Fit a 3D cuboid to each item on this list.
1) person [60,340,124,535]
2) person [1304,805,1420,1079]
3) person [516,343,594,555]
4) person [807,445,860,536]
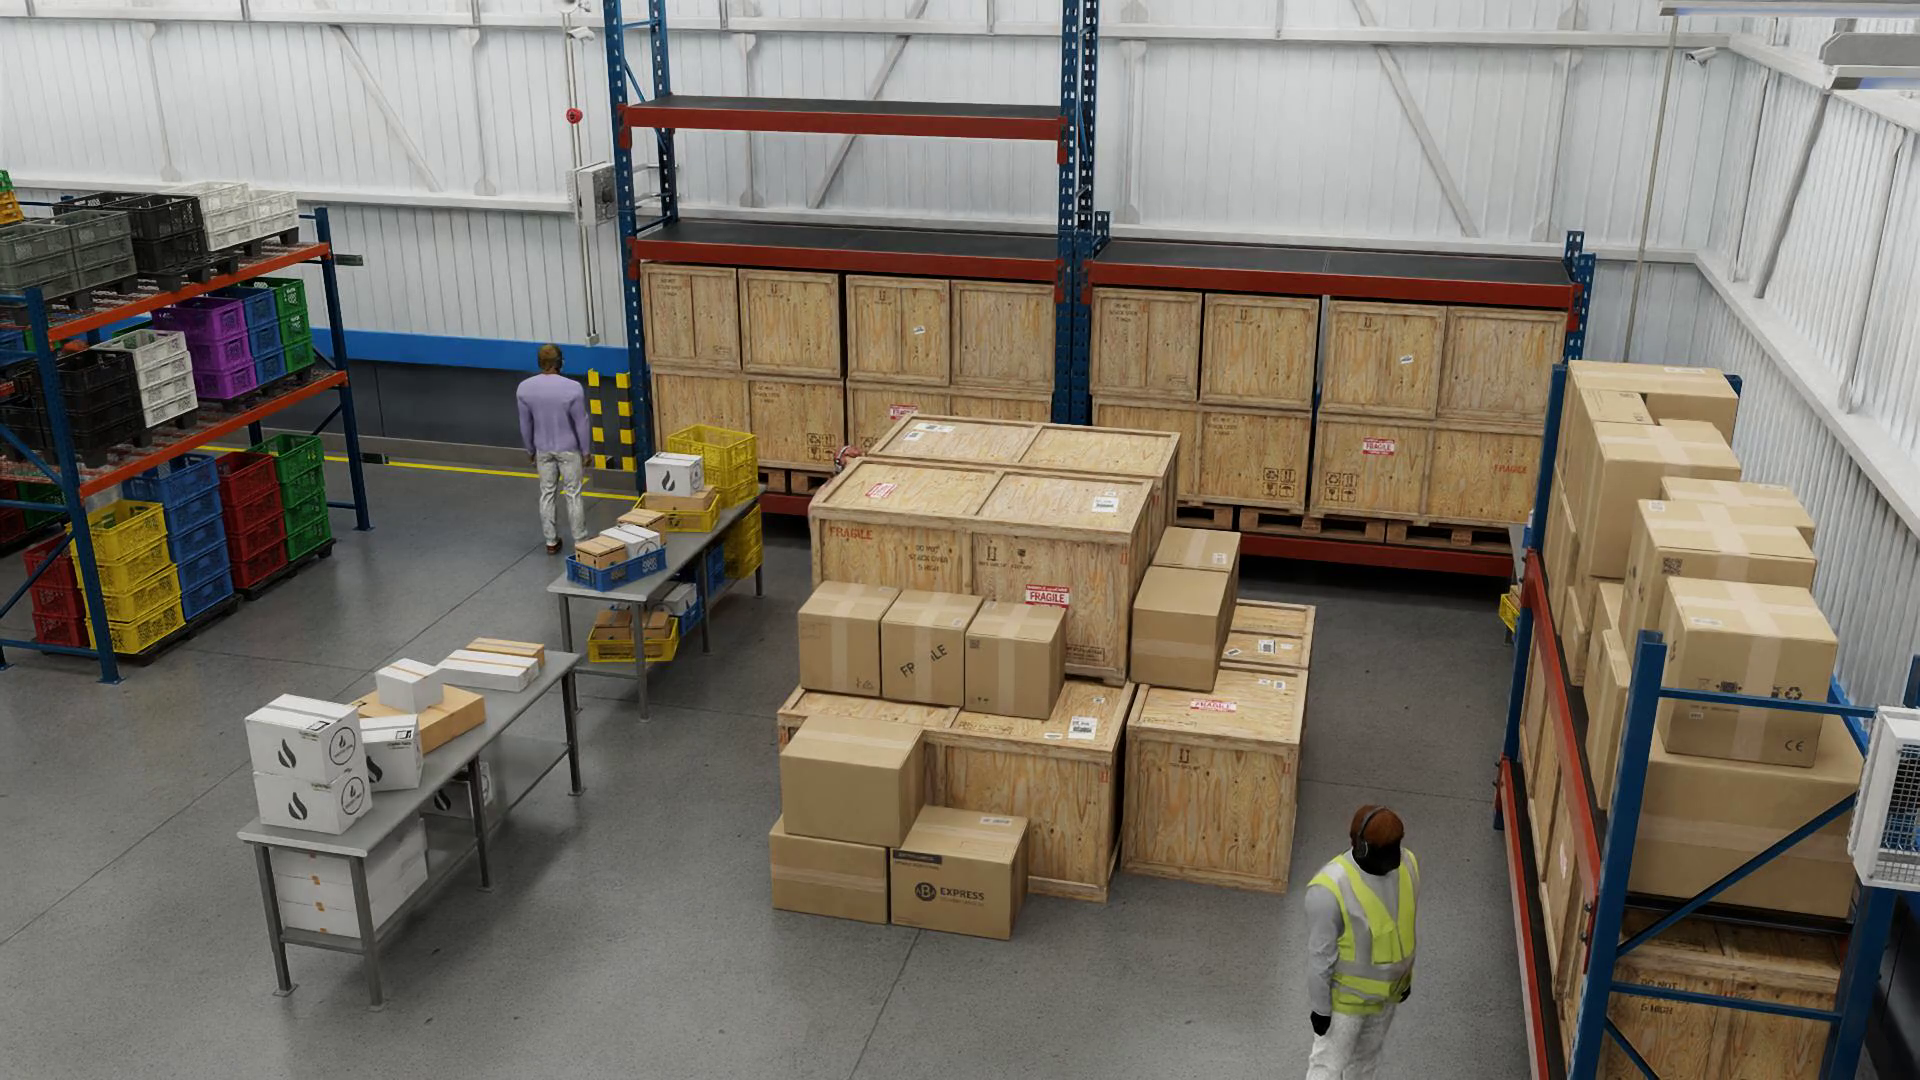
[{"bbox_3d":[-7.873,-0.903,15.127,0.585,1.882,0.337,4,21,10],"label":"person"},{"bbox_3d":[1.820,2.025,7.526,0.627,1.844,0.429,-14,25,-33],"label":"person"},{"bbox_3d":[-3.575,-0.797,14.784,0.627,1.934,0.371,3,21,7],"label":"person"},{"bbox_3d":[-0.812,0.211,12.204,0.398,1.900,0.635,16,26,36],"label":"person"}]
